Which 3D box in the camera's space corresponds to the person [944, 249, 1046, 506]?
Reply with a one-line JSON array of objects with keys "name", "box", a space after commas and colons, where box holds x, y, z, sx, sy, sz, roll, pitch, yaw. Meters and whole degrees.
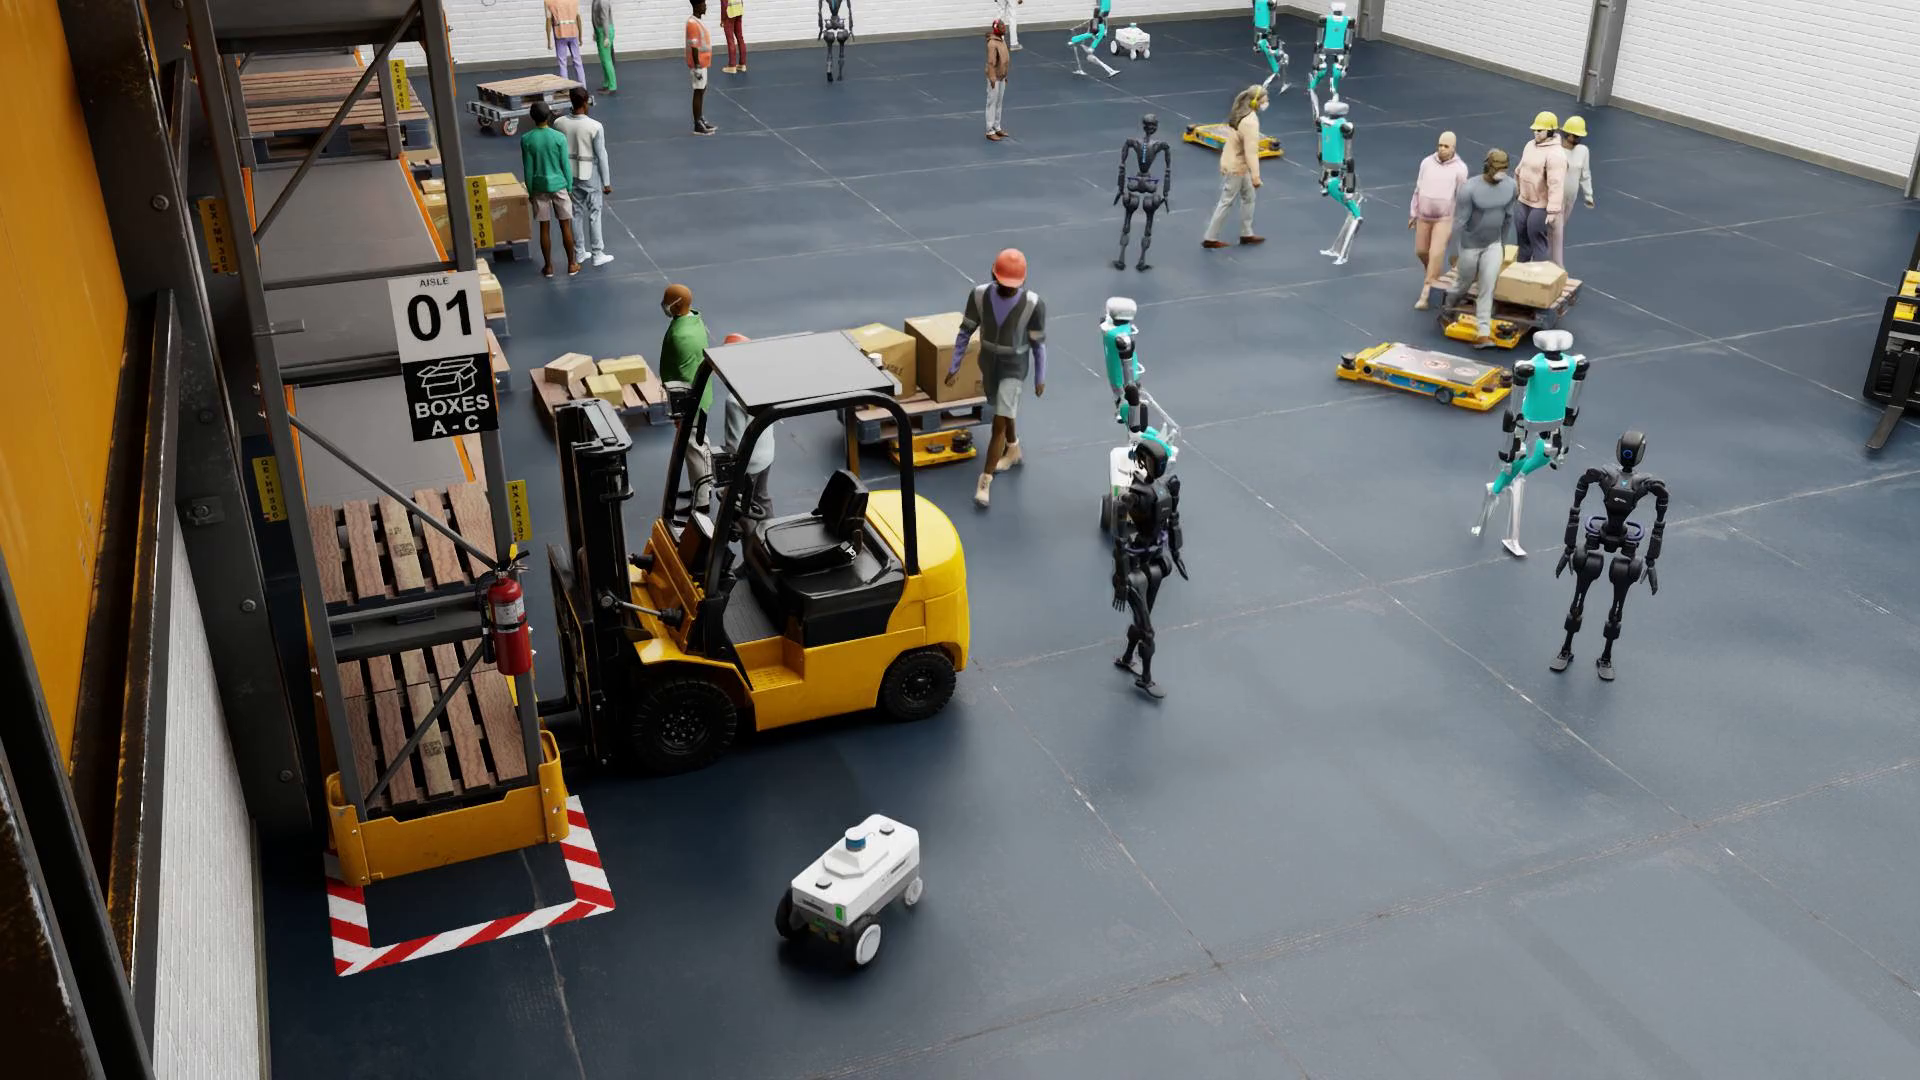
[{"name": "person", "box": [0.290, -1.296, 12.680, 0.727, 1.966, 1.057, 14, 30, 25]}]

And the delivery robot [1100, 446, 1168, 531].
[{"name": "delivery robot", "box": [1.300, -0.390, 12.465, 0.499, 0.612, 0.789, 1, 27, 3]}]

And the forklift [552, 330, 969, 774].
[{"name": "forklift", "box": [-1.094, 0.010, 9.831, 2.313, 2.155, 1.214, -10, 28, -20]}]

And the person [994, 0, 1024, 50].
[{"name": "person", "box": [0.848, -9.609, 29.305, 0.572, 1.882, 0.360, 15, 30, 27]}]

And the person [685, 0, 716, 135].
[{"name": "person", "box": [-3.680, -6.748, 23.522, 0.361, 1.963, 0.611, 0, 27, -1]}]

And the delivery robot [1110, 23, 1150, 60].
[{"name": "delivery robot", "box": [2.992, -8.680, 28.950, 0.499, 0.610, 0.804, -11, 29, -21]}]

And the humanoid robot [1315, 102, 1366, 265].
[{"name": "humanoid robot", "box": [4.217, -3.900, 18.097, 0.724, 1.761, 0.548, -14, 30, -26]}]

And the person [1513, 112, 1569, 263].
[{"name": "person", "box": [5.958, -3.487, 17.160, 0.428, 1.859, 0.794, -7, 28, -15]}]

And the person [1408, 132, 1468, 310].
[{"name": "person", "box": [4.846, -3.276, 16.842, 0.539, 1.760, 0.765, 18, 32, 32]}]

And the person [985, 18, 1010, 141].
[{"name": "person", "box": [0.510, -6.448, 23.269, 0.331, 1.651, 0.461, 12, 29, 22]}]

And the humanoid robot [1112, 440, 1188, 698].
[{"name": "humanoid robot", "box": [1.173, 0.161, 10.117, 0.589, 1.640, 0.611, -23, 35, -38]}]

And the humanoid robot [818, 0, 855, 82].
[{"name": "humanoid robot", "box": [-2.008, -8.214, 26.771, 0.606, 1.625, 0.534, 2, 27, 4]}]

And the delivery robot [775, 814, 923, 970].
[{"name": "delivery robot", "box": [-0.530, 1.721, 8.263, 0.499, 0.611, 0.792, 17, 31, 30]}]

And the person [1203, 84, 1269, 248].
[{"name": "person", "box": [3.141, -4.127, 18.450, 0.834, 1.828, 0.581, 0, 27, 0]}]

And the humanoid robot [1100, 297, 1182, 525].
[{"name": "humanoid robot", "box": [1.432, -0.947, 12.232, 0.867, 1.771, 0.597, -4, 27, -8]}]

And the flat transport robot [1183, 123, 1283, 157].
[{"name": "flat transport robot", "box": [3.758, -5.511, 22.949, 0.659, 0.231, 1.431, -13, 30, -25]}]

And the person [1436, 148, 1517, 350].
[{"name": "person", "box": [4.906, -2.766, 15.686, 0.653, 1.899, 0.915, -5, 27, -10]}]

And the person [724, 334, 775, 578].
[{"name": "person", "box": [-1.475, -0.589, 11.523, 0.351, 1.737, 0.571, 9, 28, 17]}]

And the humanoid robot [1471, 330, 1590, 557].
[{"name": "humanoid robot", "box": [3.957, -0.675, 11.811, 0.541, 1.889, 0.804, -5, 27, -9]}]

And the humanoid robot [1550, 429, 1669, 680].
[{"name": "humanoid robot", "box": [4.006, 0.088, 10.228, 0.599, 1.657, 0.315, 12, 29, 22]}]

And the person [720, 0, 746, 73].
[{"name": "person", "box": [-3.761, -8.636, 27.490, 0.376, 1.775, 0.466, 22, 34, 36]}]

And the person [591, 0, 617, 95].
[{"name": "person", "box": [-5.589, -7.916, 26.012, 0.364, 1.820, 0.531, -11, 29, -21]}]

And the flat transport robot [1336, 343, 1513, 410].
[{"name": "flat transport robot", "box": [4.186, -1.492, 14.954, 1.431, 0.231, 0.659, 20, 33, 34]}]

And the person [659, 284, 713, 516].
[{"name": "person", "box": [-2.028, -1.048, 12.388, 0.383, 1.784, 0.538, -1, 27, -2]}]

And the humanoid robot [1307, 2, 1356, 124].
[{"name": "humanoid robot", "box": [5.329, -6.858, 24.006, 0.542, 1.787, 0.626, 1, 27, 3]}]

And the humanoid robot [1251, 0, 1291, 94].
[{"name": "humanoid robot", "box": [4.928, -7.688, 25.706, 1.012, 1.772, 0.530, -13, 30, -24]}]

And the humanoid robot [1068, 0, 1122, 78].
[{"name": "humanoid robot", "box": [2.136, -8.309, 26.886, 1.030, 1.735, 0.561, 12, 29, 23]}]

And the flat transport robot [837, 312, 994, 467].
[{"name": "flat transport robot", "box": [-0.439, -0.978, 13.932, 0.659, 0.231, 1.431, -11, 29, -21]}]

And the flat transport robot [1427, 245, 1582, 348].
[{"name": "flat transport robot", "box": [5.349, -2.231, 16.425, 0.659, 0.231, 1.431, 17, 31, 30]}]

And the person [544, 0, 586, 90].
[{"name": "person", "box": [-6.085, -7.738, 25.648, 0.574, 1.832, 0.403, -14, 30, -26]}]

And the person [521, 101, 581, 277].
[{"name": "person", "box": [-4.339, -3.699, 17.587, 0.494, 1.849, 0.396, -5, 27, -9]}]

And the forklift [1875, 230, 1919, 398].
[{"name": "forklift", "box": [9.029, -2.397, 14.618, 1.214, 2.155, 2.313, 18, 32, 32]}]

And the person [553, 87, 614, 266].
[{"name": "person", "box": [-4.062, -3.909, 17.942, 0.597, 1.910, 0.403, 9, 28, 17]}]

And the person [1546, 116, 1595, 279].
[{"name": "person", "box": [6.370, -3.529, 17.373, 0.543, 1.739, 0.756, -12, 29, -23]}]

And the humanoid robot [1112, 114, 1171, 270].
[{"name": "humanoid robot", "box": [1.955, -3.742, 17.871, 0.609, 1.630, 0.398, 6, 27, 12]}]
